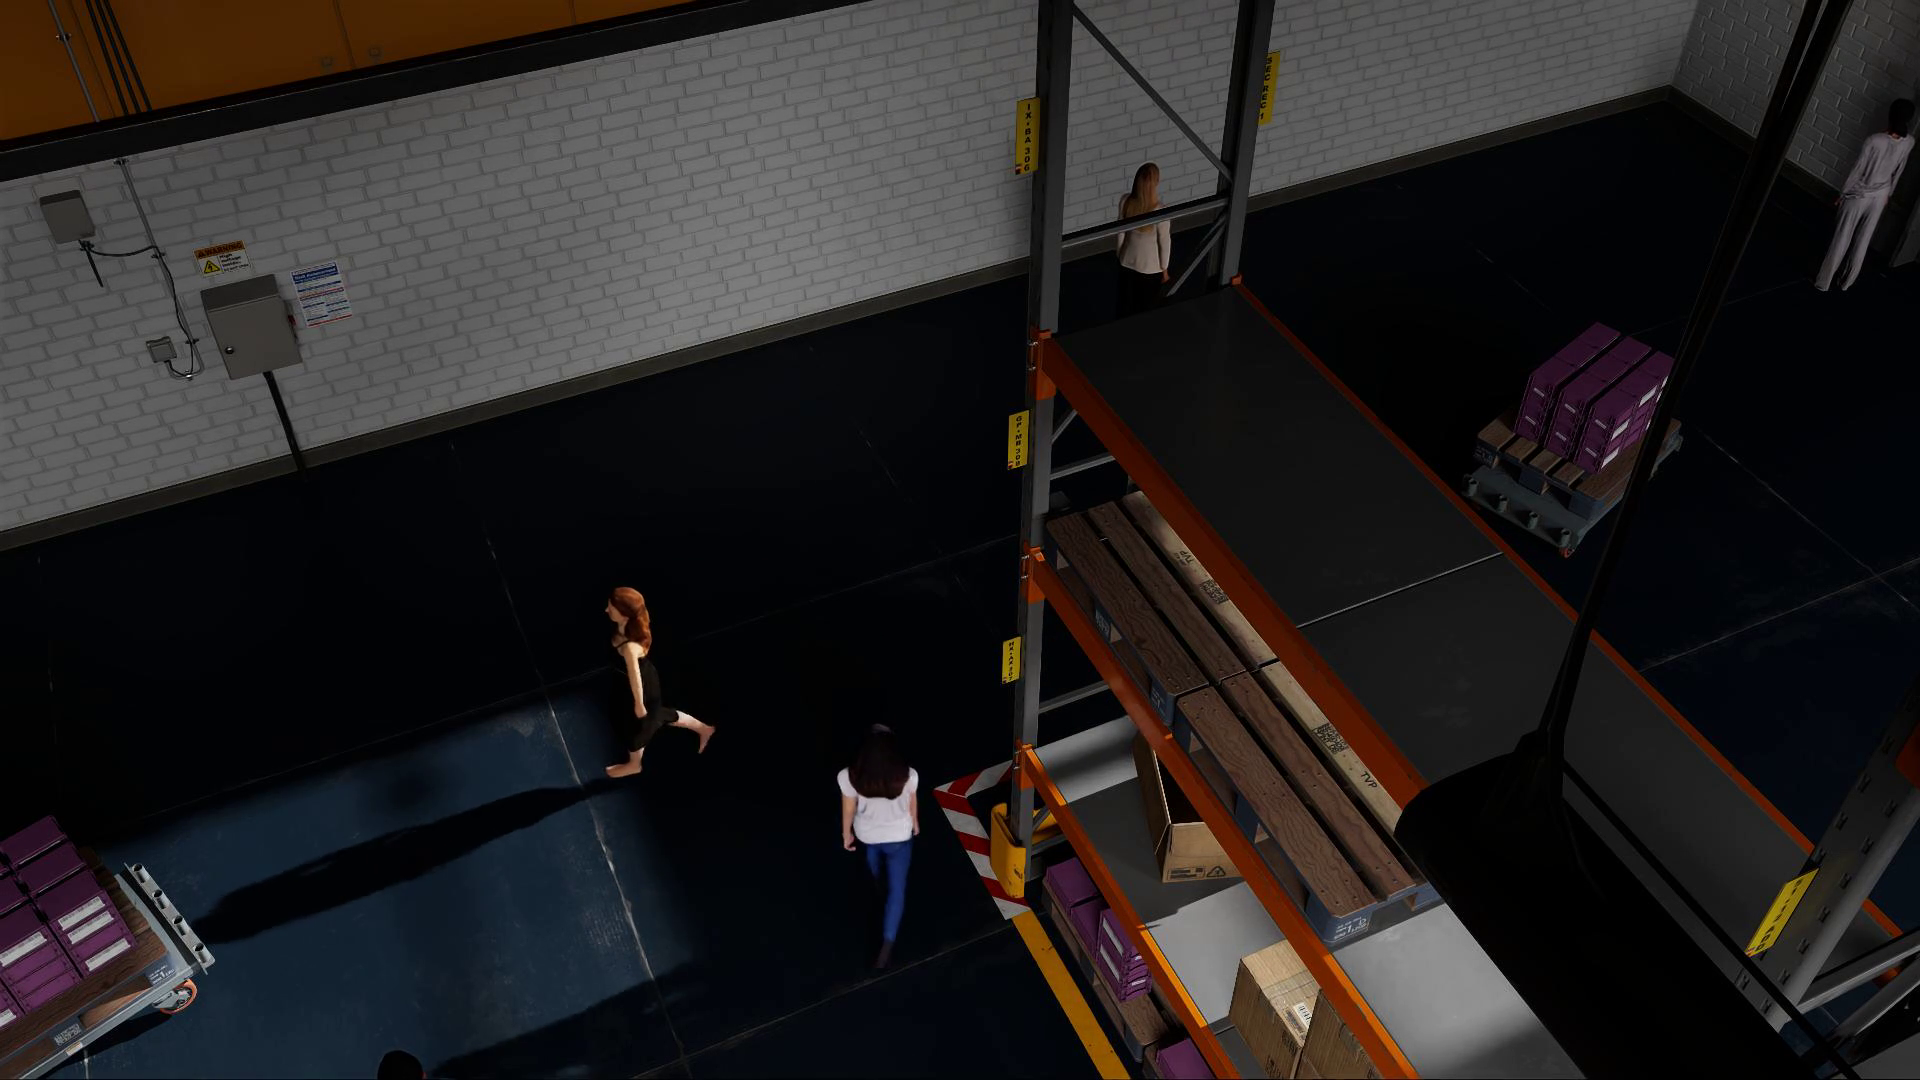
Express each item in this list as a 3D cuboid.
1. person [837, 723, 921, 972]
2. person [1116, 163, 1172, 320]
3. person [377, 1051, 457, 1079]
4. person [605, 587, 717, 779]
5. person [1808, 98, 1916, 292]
[{"bbox_3d":[-0.425,1.710,9.214,0.998,1.648,1.176,6,44,6],"label":"person"},{"bbox_3d":[1.427,-2.142,13.105,0.644,1.859,0.744,22,48,22],"label":"person"},{"bbox_3d":[-2.449,2.917,7.854,0.622,1.777,0.527,-20,47,-20],"label":"person"},{"bbox_3d":[-1.873,0.881,10.117,0.787,1.603,0.947,-7,44,-8],"label":"person"},{"bbox_3d":[7.591,-2.876,13.938,0.669,1.773,0.666,0,44,0],"label":"person"}]
